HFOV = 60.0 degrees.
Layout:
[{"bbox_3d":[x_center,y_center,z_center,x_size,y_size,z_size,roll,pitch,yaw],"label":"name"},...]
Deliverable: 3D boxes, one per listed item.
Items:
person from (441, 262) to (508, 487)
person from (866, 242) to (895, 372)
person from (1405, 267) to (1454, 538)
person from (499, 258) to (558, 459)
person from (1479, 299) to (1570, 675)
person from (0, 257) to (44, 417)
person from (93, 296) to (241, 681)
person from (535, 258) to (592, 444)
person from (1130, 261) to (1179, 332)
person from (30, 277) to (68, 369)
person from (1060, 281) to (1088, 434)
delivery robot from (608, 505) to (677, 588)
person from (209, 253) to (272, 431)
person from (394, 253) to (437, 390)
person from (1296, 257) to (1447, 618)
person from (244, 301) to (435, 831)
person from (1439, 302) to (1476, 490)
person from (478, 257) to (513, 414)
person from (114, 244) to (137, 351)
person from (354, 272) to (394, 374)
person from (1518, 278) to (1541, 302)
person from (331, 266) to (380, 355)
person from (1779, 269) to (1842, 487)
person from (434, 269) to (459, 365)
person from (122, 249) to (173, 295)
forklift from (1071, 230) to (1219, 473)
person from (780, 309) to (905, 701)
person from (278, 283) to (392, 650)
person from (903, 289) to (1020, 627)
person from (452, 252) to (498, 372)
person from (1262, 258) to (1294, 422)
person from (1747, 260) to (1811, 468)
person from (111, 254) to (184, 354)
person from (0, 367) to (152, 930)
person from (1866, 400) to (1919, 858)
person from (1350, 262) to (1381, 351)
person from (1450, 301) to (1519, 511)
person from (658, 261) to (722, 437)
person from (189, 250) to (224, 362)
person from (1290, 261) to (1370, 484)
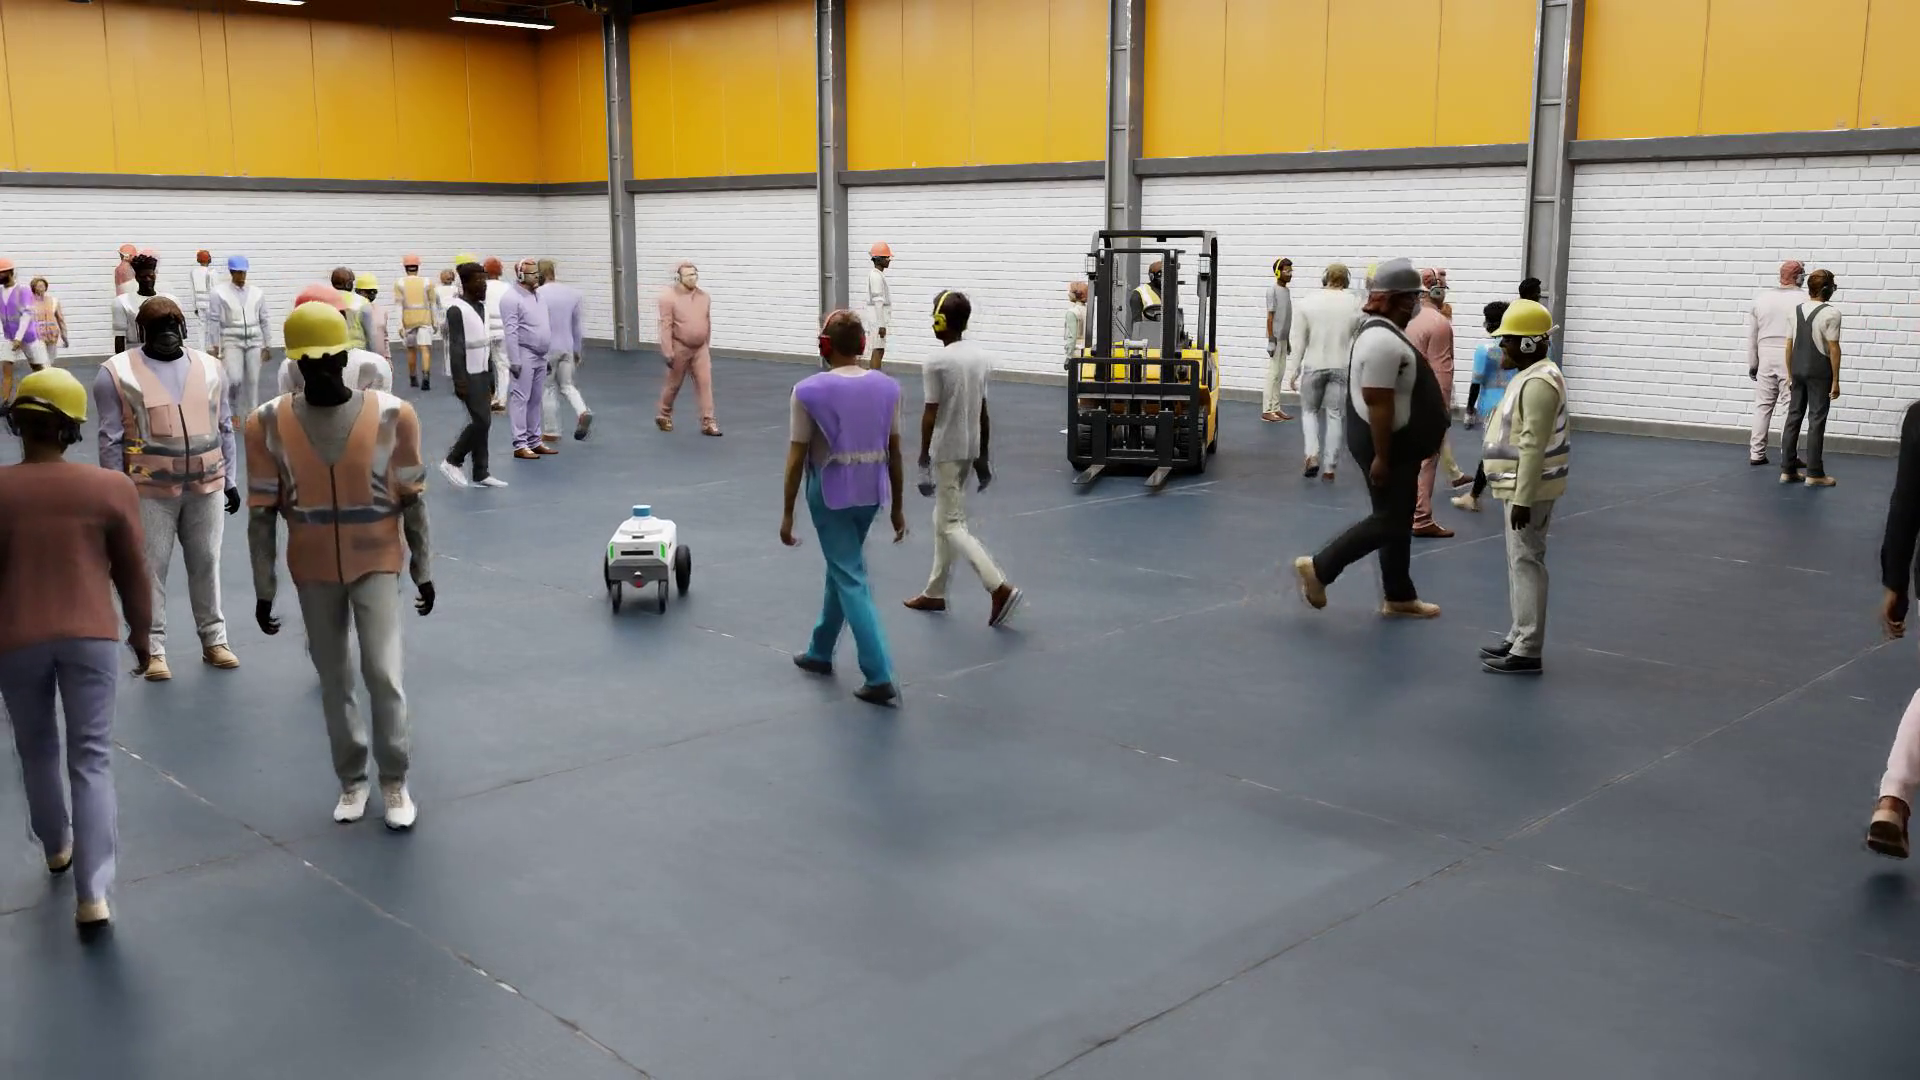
[{"bbox_3d":[-4.092,-1.376,13.996,0.426,1.907,0.614,2,10,8],"label":"person"},{"bbox_3d":[-1.027,-2.837,21.607,0.373,2.044,0.608,-1,10,-6],"label":"person"},{"bbox_3d":[3.303,-0.975,11.830,0.405,1.904,0.653,-3,11,-18],"label":"person"},{"bbox_3d":[-4.129,-1.742,16.007,0.405,1.911,0.636,3,11,16],"label":"person"},{"bbox_3d":[2.757,-0.257,8.147,0.403,1.825,0.592,3,11,14],"label":"person"},{"bbox_3d":[-11.230,-2.413,19.775,0.540,1.870,1.014,2,11,13],"label":"person"},{"bbox_3d":[-3.813,-0.254,8.074,0.633,1.842,0.429,-10,14,-43],"label":"person"},{"bbox_3d":[-4.069,-1.904,16.914,0.691,1.907,0.669,9,13,39],"label":"person"},{"bbox_3d":[2.209,-2.195,18.658,0.627,1.844,0.429,-5,12,-27],"label":"person"},{"bbox_3d":[-11.914,-2.617,21.615,0.837,1.601,0.526,8,13,38],"label":"person"},{"bbox_3d":[1.277,-1.959,17.910,0.306,1.643,0.523,6,12,30],"label":"person"},{"bbox_3d":[-1.852,0.040,9.724,0.477,0.478,0.707,-1,10,-5],"label":"delivery robot"},{"bbox_3d":[-7.733,-2.111,17.930,0.634,1.935,0.439,-9,14,-41],"label":"person"},{"bbox_3d":[-7.546,-3.034,23.118,0.562,1.899,0.953,-4,11,-21],"label":"person"},{"bbox_3d":[2.302,-0.554,9.167,0.726,2.000,0.692,2,11,12],"label":"person"},{"bbox_3d":[-2.202,0.111,5.925,0.599,1.900,0.610,-2,11,-12],"label":"person"},{"bbox_3d":[3.955,-1.151,13.668,0.822,1.584,0.518,0,10,-1],"label":"person"},{"bbox_3d":[-5.573,-2.439,19.900,0.614,1.870,0.418,-6,12,-29],"label":"person"},{"bbox_3d":[-13.419,-3.780,26.911,0.393,1.985,0.611,-10,14,-44],"label":"person"},{"bbox_3d":[-5.851,-1.765,16.517,0.328,1.767,0.532,6,12,30],"label":"person"},{"bbox_3d":[5.950,-1.918,17.563,0.320,1.694,0.532,4,11,22],"label":"person"},{"bbox_3d":[-6.037,-1.768,16.389,0.634,1.826,0.556,2,11,10],"label":"person"},{"bbox_3d":[7.280,-1.379,14.196,0.345,1.846,0.508,-5,12,-26],"label":"person"},{"bbox_3d":[-7.756,-3.324,25.445,0.521,1.614,0.705,1,10,5],"label":"person"},{"bbox_3d":[-9.491,-2.408,19.467,0.622,1.978,0.675,0,10,2],"label":"person"},{"bbox_3d":[1.804,-1.825,15.677,1.214,2.155,2.313,2,11,13],"label":"forklift"},{"bbox_3d":[-0.546,-0.173,7.767,0.581,1.799,0.955,-8,13,-38],"label":"person"},{"bbox_3d":[-3.074,-0.310,8.233,0.538,1.906,0.708,-2,10,-8],"label":"person"},{"bbox_3d":[0.003,-0.452,9.163,0.841,1.847,0.521,9,14,40],"label":"person"},{"bbox_3d":[-7.047,-3.259,24.340,0.717,1.892,0.614,4,11,22],"label":"person"},{"bbox_3d":[3.688,-2.299,19.151,0.313,1.869,0.538,7,12,33],"label":"person"},{"bbox_3d":[7.596,-1.615,15.317,0.405,1.906,0.653,-8,13,-36],"label":"person"},{"bbox_3d":[-7.287,-1.587,15.001,0.613,1.963,0.362,-10,14,-44],"label":"person"},{"bbox_3d":[-2.845,0.329,5.239,0.551,1.713,0.926,-5,11,-24],"label":"person"},{"bbox_3d":[3.339,0.169,5.402,0.506,1.981,0.634,-7,13,-35],"label":"person"},{"bbox_3d":[4.648,-2.220,18.839,0.587,1.826,0.404,-3,11,-18],"label":"person"},{"bbox_3d":[4.073,-0.971,12.524,0.535,1.642,0.907,-6,12,-31],"label":"person"},{"bbox_3d":[-2.946,-2.061,17.882,0.642,1.864,0.995,-8,13,-37],"label":"person"},{"bbox_3d":[-12.612,-3.910,27.897,0.584,1.881,0.349,3,11,16],"label":"person"},{"bbox_3d":[3.189,-1.442,14.372,0.647,1.906,0.509,2,11,9],"label":"person"}]
